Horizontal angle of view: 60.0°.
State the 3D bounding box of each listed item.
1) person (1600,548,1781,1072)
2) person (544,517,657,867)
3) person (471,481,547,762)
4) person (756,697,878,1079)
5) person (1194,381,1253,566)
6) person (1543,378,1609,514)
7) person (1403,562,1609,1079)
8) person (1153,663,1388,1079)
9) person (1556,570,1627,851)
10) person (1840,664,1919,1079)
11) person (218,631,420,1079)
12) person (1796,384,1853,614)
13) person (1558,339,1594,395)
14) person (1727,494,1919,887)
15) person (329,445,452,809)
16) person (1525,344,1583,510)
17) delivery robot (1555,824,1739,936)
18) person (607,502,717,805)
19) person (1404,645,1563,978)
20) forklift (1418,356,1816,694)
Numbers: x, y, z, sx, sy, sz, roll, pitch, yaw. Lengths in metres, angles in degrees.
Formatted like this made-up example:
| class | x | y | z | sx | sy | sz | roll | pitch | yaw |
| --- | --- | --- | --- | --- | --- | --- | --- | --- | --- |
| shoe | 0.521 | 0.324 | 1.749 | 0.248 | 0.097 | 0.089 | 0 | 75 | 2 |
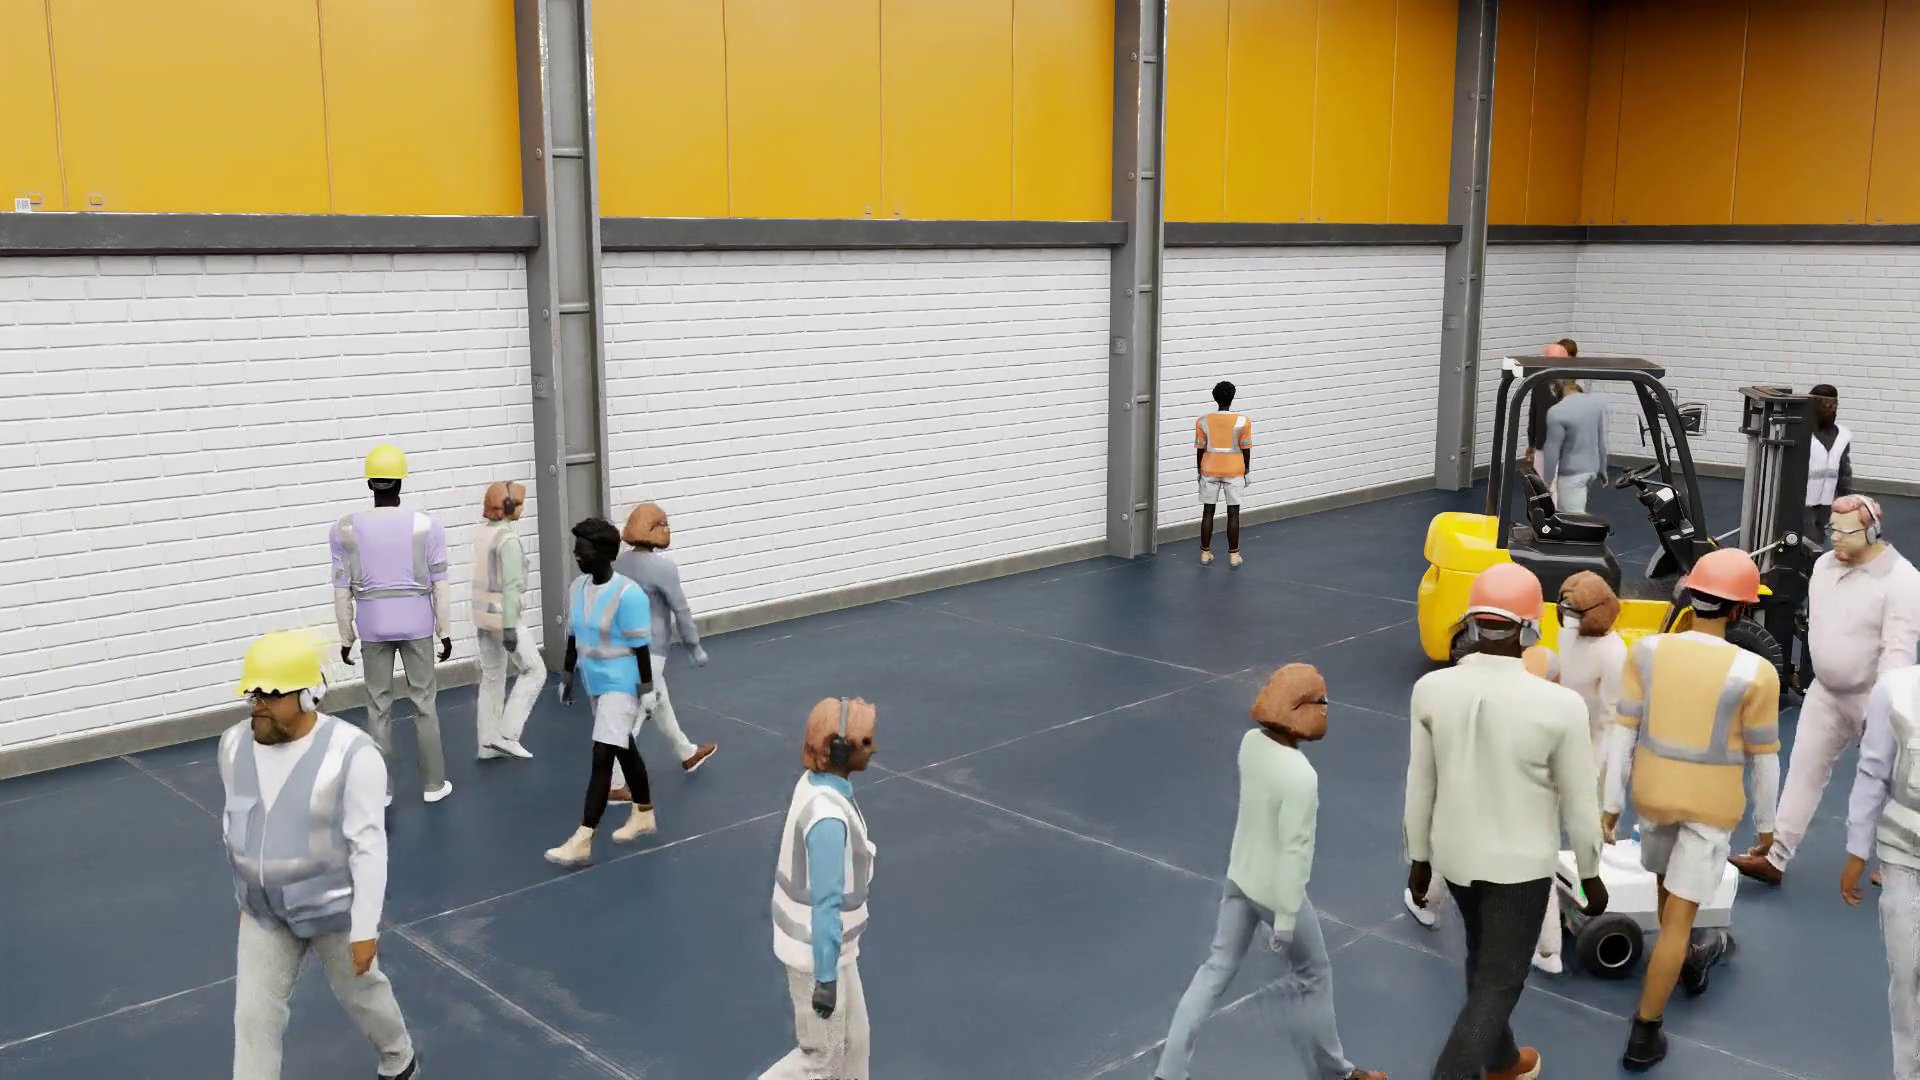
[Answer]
| class | x | y | z | sx | sy | sz | roll | pitch | yaw |
| --- | --- | --- | --- | --- | --- | --- | --- | --- | --- |
| person | 2.747 | 0.956 | 6.184 | 1.026 | 1.872 | 0.564 | -10 | 14 | -43 |
| person | -1.777 | 0.724 | 8.013 | 0.810 | 1.659 | 0.559 | -10 | 15 | -44 |
| person | -2.605 | 0.474 | 9.480 | 0.407 | 1.619 | 0.542 | -7 | 13 | -35 |
| person | -0.501 | 1.272 | 5.184 | 0.602 | 1.610 | 0.538 | -1 | 10 | -6 |
| person | 2.401 | -0.604 | 15.200 | 0.532 | 1.694 | 0.320 | 4 | 11 | 21 |
| person | 5.268 | -0.564 | 14.439 | 0.678 | 1.888 | 0.745 | -8 | 13 | -36 |
| person | 1.750 | 1.047 | 5.484 | 0.992 | 1.959 | 0.620 | -9 | 14 | -41 |
| person | 1.047 | 1.193 | 5.699 | 0.865 | 1.587 | 0.502 | -4 | 11 | -20 |
| person | 2.646 | 0.903 | 7.178 | 0.559 | 1.602 | 0.569 | -2 | 11 | -12 |
| person | 3.262 | 1.065 | 5.485 | 0.608 | 1.918 | 0.436 | 9 | 14 | 40 |
| person | -2.107 | 1.149 | 5.391 | 0.617 | 1.787 | 0.942 | 2 | 11 | 12 |
| person | 6.487 | -0.227 | 12.583 | 0.595 | 1.899 | 0.604 | -4 | 11 | -20 |
| person | 6.861 | -1.366 | 18.940 | 0.627 | 1.844 | 0.429 | -3 | 11 | -18 |
| person | 4.054 | 0.713 | 7.591 | 1.016 | 1.839 | 0.672 | -4 | 11 | -19 |
| person | -2.970 | 0.460 | 8.743 | 0.585 | 1.928 | 0.368 | -3 | 11 | -14 |
| person | 5.837 | -0.927 | 16.165 | 0.696 | 1.979 | 0.643 | -5 | 11 | -25 |
| delivery robot | 2.849 | 1.431 | 6.941 | 0.707 | 0.478 | 0.477 | -1 | 11 | -6 |
| person | -1.631 | 0.589 | 8.967 | 0.507 | 1.585 | 0.875 | 10 | 14 | 43 |
| person | 2.239 | 0.960 | 6.940 | 0.529 | 1.589 | 0.850 | -3 | 11 | -15 |
| forklift | 4.276 | -0.101 | 11.076 | 2.313 | 2.155 | 1.214 | 2 | 11 | 13 |
